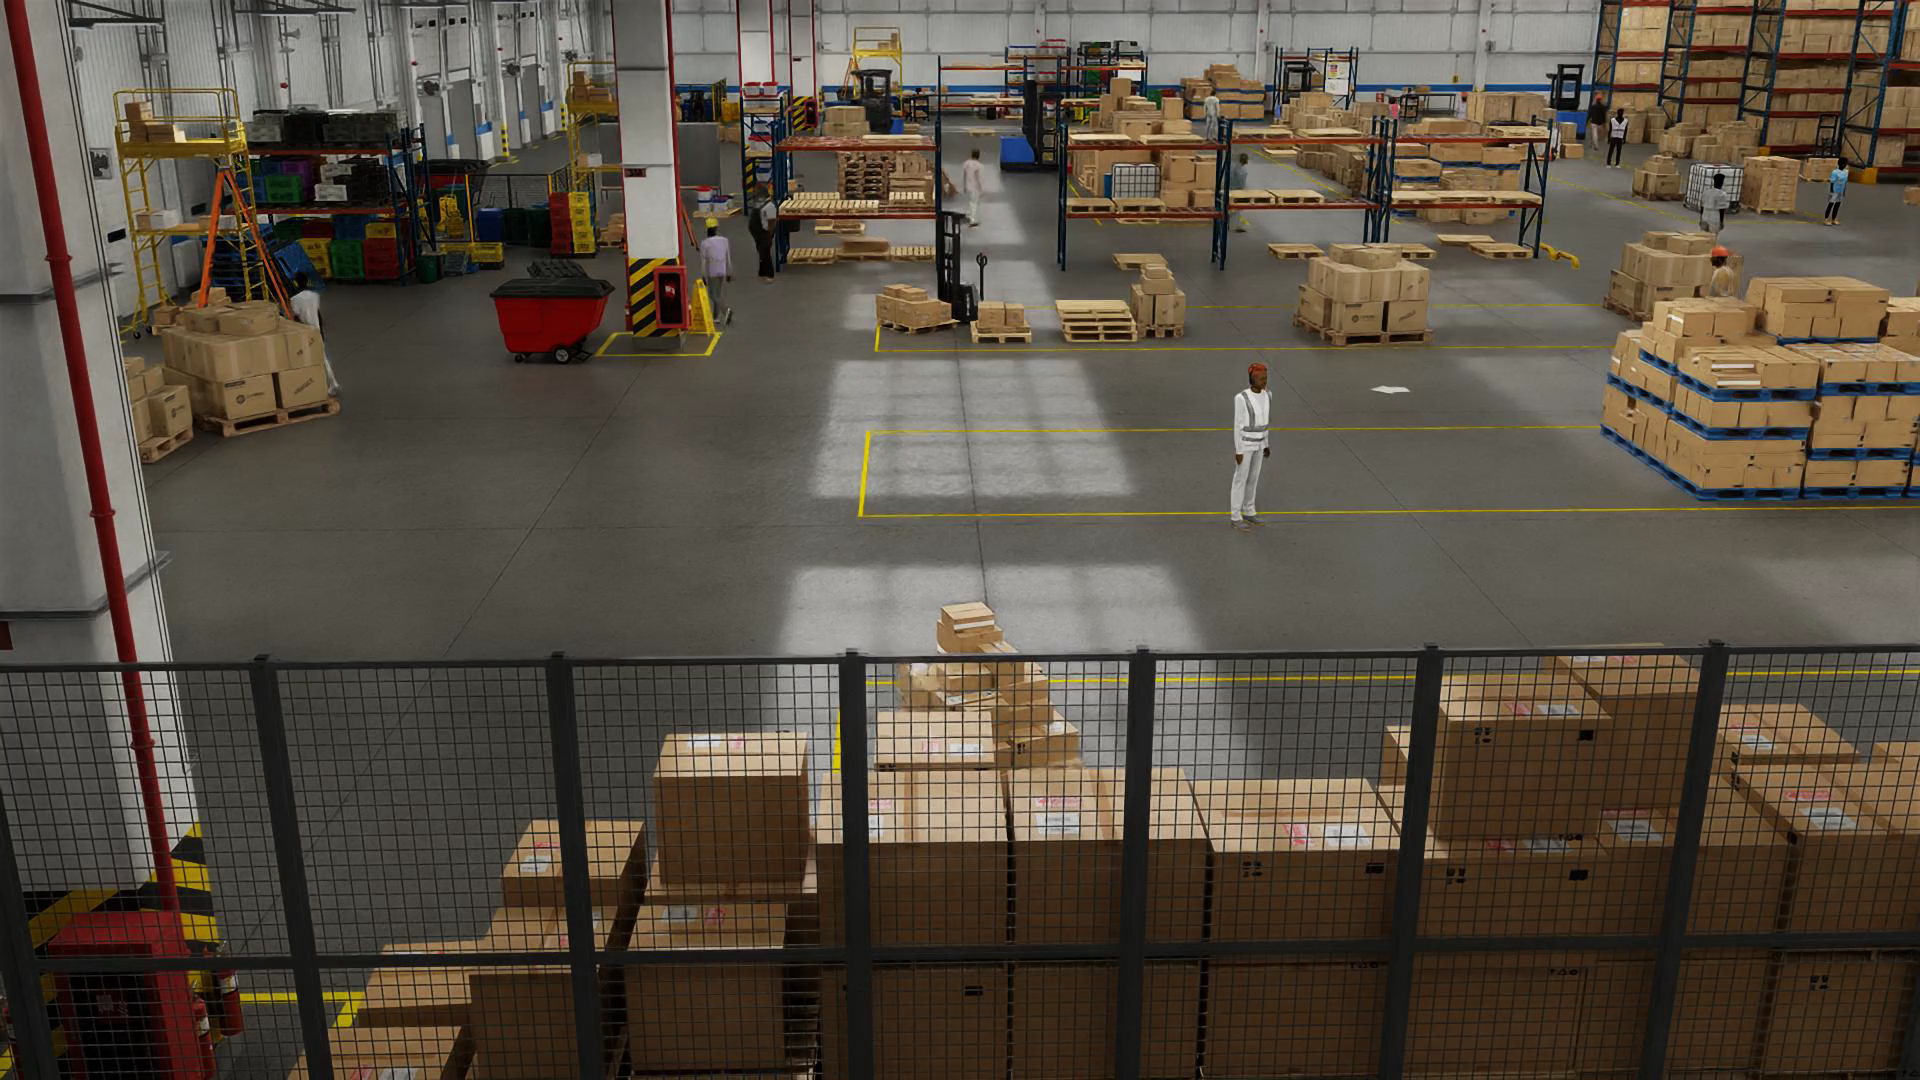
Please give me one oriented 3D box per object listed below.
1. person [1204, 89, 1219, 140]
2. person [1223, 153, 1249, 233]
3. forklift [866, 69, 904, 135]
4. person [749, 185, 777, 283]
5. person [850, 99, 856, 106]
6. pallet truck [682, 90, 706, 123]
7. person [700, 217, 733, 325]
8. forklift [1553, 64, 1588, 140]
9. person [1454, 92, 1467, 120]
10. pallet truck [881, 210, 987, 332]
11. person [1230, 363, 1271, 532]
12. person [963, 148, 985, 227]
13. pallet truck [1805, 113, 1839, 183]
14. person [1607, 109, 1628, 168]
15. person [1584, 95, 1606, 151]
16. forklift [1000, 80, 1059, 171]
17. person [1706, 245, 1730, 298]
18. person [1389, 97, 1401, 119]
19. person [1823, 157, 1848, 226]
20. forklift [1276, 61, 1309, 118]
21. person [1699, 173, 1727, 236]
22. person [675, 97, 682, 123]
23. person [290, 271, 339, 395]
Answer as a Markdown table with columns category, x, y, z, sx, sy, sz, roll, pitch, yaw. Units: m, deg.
| category | x | y | z | sx | sy | sz | roll | pitch | yaw |
| --- | --- | --- | --- | --- | --- | --- | --- | --- | --- |
| person | 9.555 | -16.104 | 63.106 | 0.627 | 1.934 | 0.371 | 14 | 23 | 36 |
| person | 6.706 | -8.404 | 40.274 | 0.517 | 1.926 | 0.632 | -1 | 19 | -3 |
| forklift | -2.895 | -15.504 | 59.864 | 1.129 | 2.768 | 1.873 | 10 | 21 | 28 |
| person | -4.033 | -6.256 | 33.722 | 0.534 | 2.000 | 0.849 | -8 | 20 | -21 |
| person | -3.993 | -15.469 | 61.625 | 0.550 | 1.664 | 0.764 | -16 | 24 | -40 |
| pallet truck | -9.671 | -15.907 | 62.421 | 0.823 | 1.965 | 1.885 | 5 | 19 | 15 |
| person | -4.284 | -4.749 | 29.457 | 0.714 | 1.907 | 0.588 | 17 | 25 | 41 |
| forklift | 23.281 | -16.817 | 63.761 | 1.129 | 2.768 | 1.873 | -1 | 19 | -2 |
| person | 18.719 | -15.735 | 62.072 | 0.575 | 1.883 | 0.985 | 12 | 22 | 31 |
| pallet truck | -0.493 | -4.759 | 29.349 | 1.885 | 1.965 | 0.823 | -13 | 23 | -34 |
| person | 3.247 | -1.040 | 18.493 | 0.573 | 1.883 | 0.359 | -16 | 25 | -40 |
| person | 0.386 | -8.732 | 41.246 | 0.485 | 1.923 | 0.664 | -15 | 24 | -37 |
| pallet truck | 26.403 | -11.957 | 50.702 | 0.823 | 1.965 | 1.885 | 6 | 19 | 16 |
| person | 21.394 | -13.082 | 54.179 | 0.593 | 1.911 | 0.383 | 1 | 19 | 4 |
| person | 22.856 | -15.043 | 59.926 | 0.635 | 1.943 | 0.992 | -3 | 19 | -10 |
| forklift | 2.238 | -13.269 | 53.236 | 1.873 | 2.768 | 1.129 | -1 | 19 | -2 |
| person | 12.011 | -3.751 | 26.540 | 1.005 | 1.877 | 0.567 | 6 | 20 | 18 |
| person | 15.660 | -15.148 | 60.411 | 0.630 | 1.842 | 0.429 | -8 | 20 | -22 |
| person | 21.884 | -8.692 | 41.494 | 0.530 | 1.689 | 0.322 | -8 | 20 | -24 |
| forklift | 13.228 | -17.508 | 65.810 | 1.129 | 2.768 | 1.873 | -1 | 19 | -1 |
| person | 16.155 | -6.888 | 35.736 | 0.387 | 1.958 | 0.605 | -7 | 20 | -20 |
| person | -10.164 | -14.848 | 59.411 | 0.616 | 1.911 | 0.575 | 14 | 23 | 35 |
| person | -9.562 | -3.052 | 24.536 | 0.910 | 1.842 | 0.531 | 13 | 23 | 35 |
